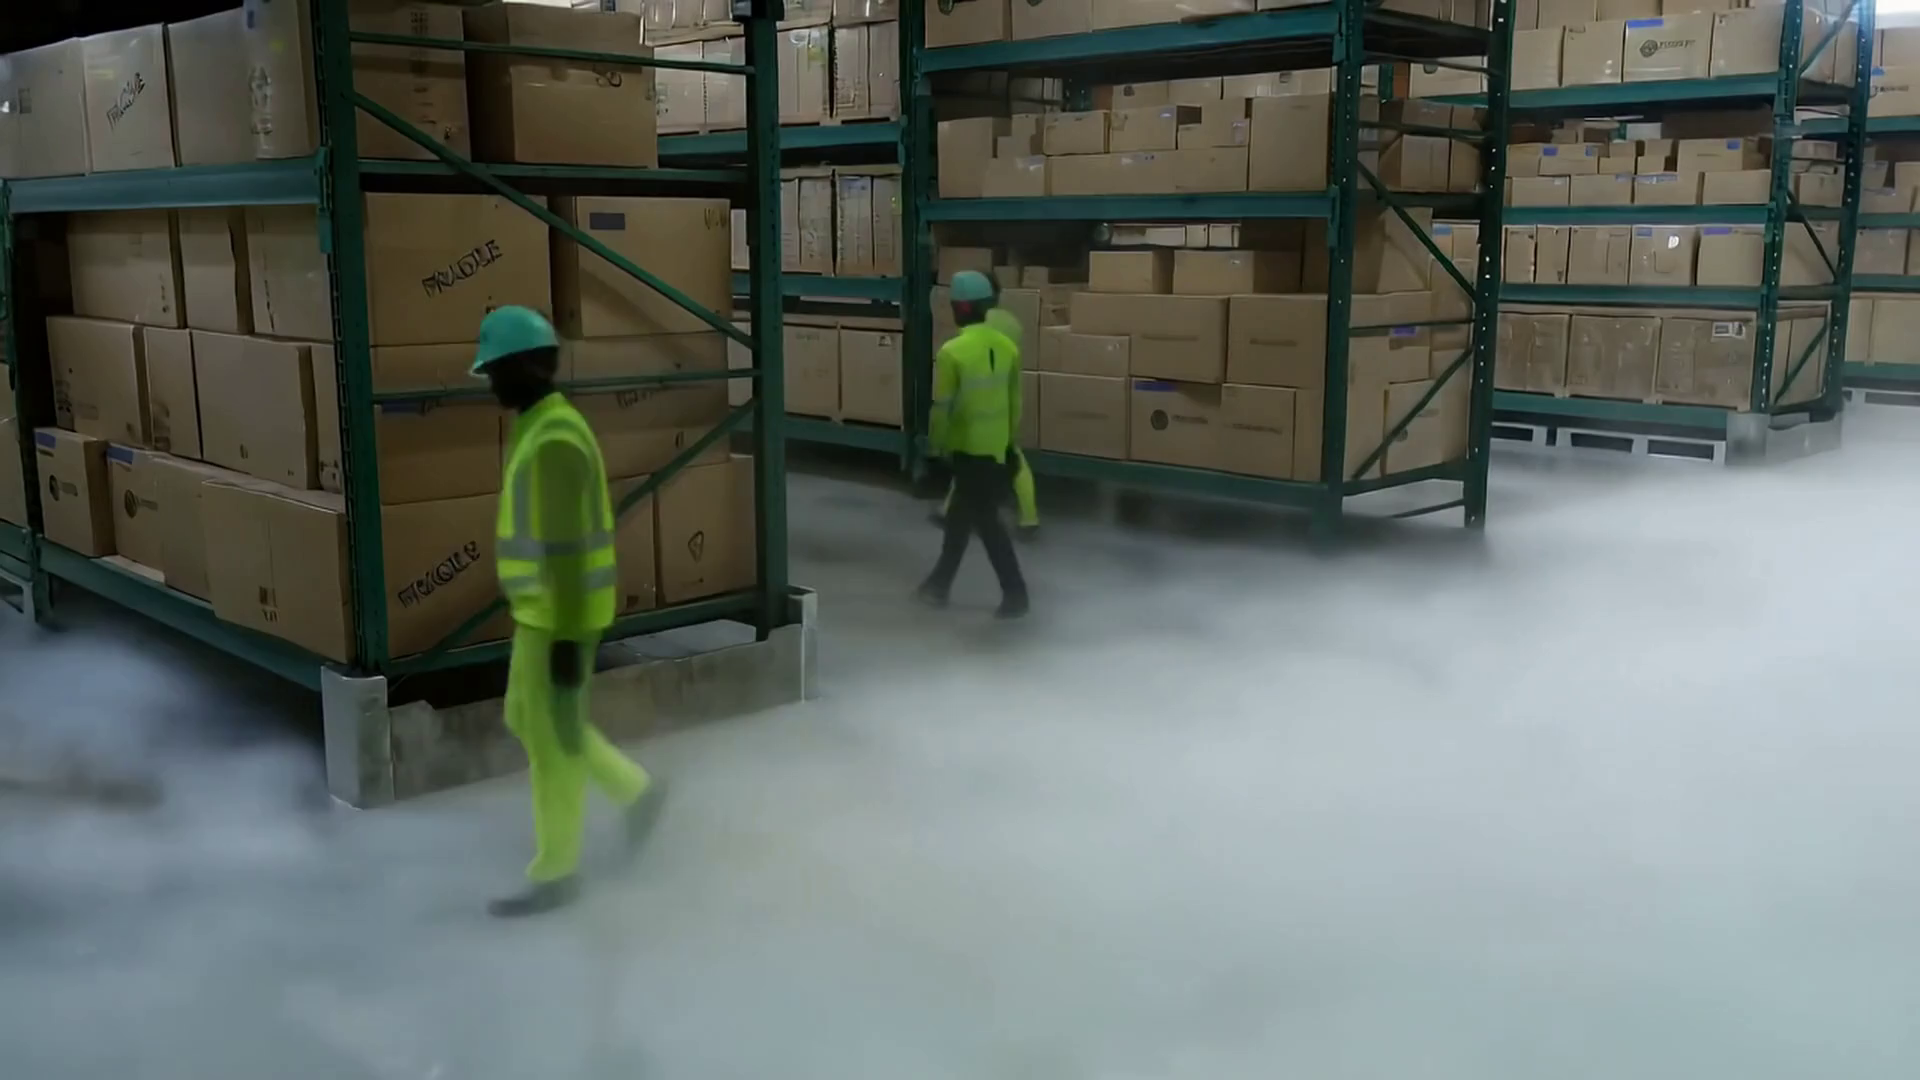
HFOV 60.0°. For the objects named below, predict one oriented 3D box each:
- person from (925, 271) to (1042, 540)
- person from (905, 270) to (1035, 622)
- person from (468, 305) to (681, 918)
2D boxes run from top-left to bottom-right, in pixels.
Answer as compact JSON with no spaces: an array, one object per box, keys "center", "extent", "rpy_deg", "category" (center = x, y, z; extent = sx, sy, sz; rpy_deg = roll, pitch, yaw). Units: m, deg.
[{"center":[0.203,-0.944,11.731],"extent":[1.042,1.884,0.653],"rpy_deg":[10,14,42],"category":"person"},{"center":[0.070,-0.526,9.293],"extent":[1.010,1.945,0.631],"rpy_deg":[9,13,39],"category":"person"},{"center":[-1.235,0.224,5.260],"extent":[0.551,1.918,0.641],"rpy_deg":[-3,11,-16],"category":"person"}]
